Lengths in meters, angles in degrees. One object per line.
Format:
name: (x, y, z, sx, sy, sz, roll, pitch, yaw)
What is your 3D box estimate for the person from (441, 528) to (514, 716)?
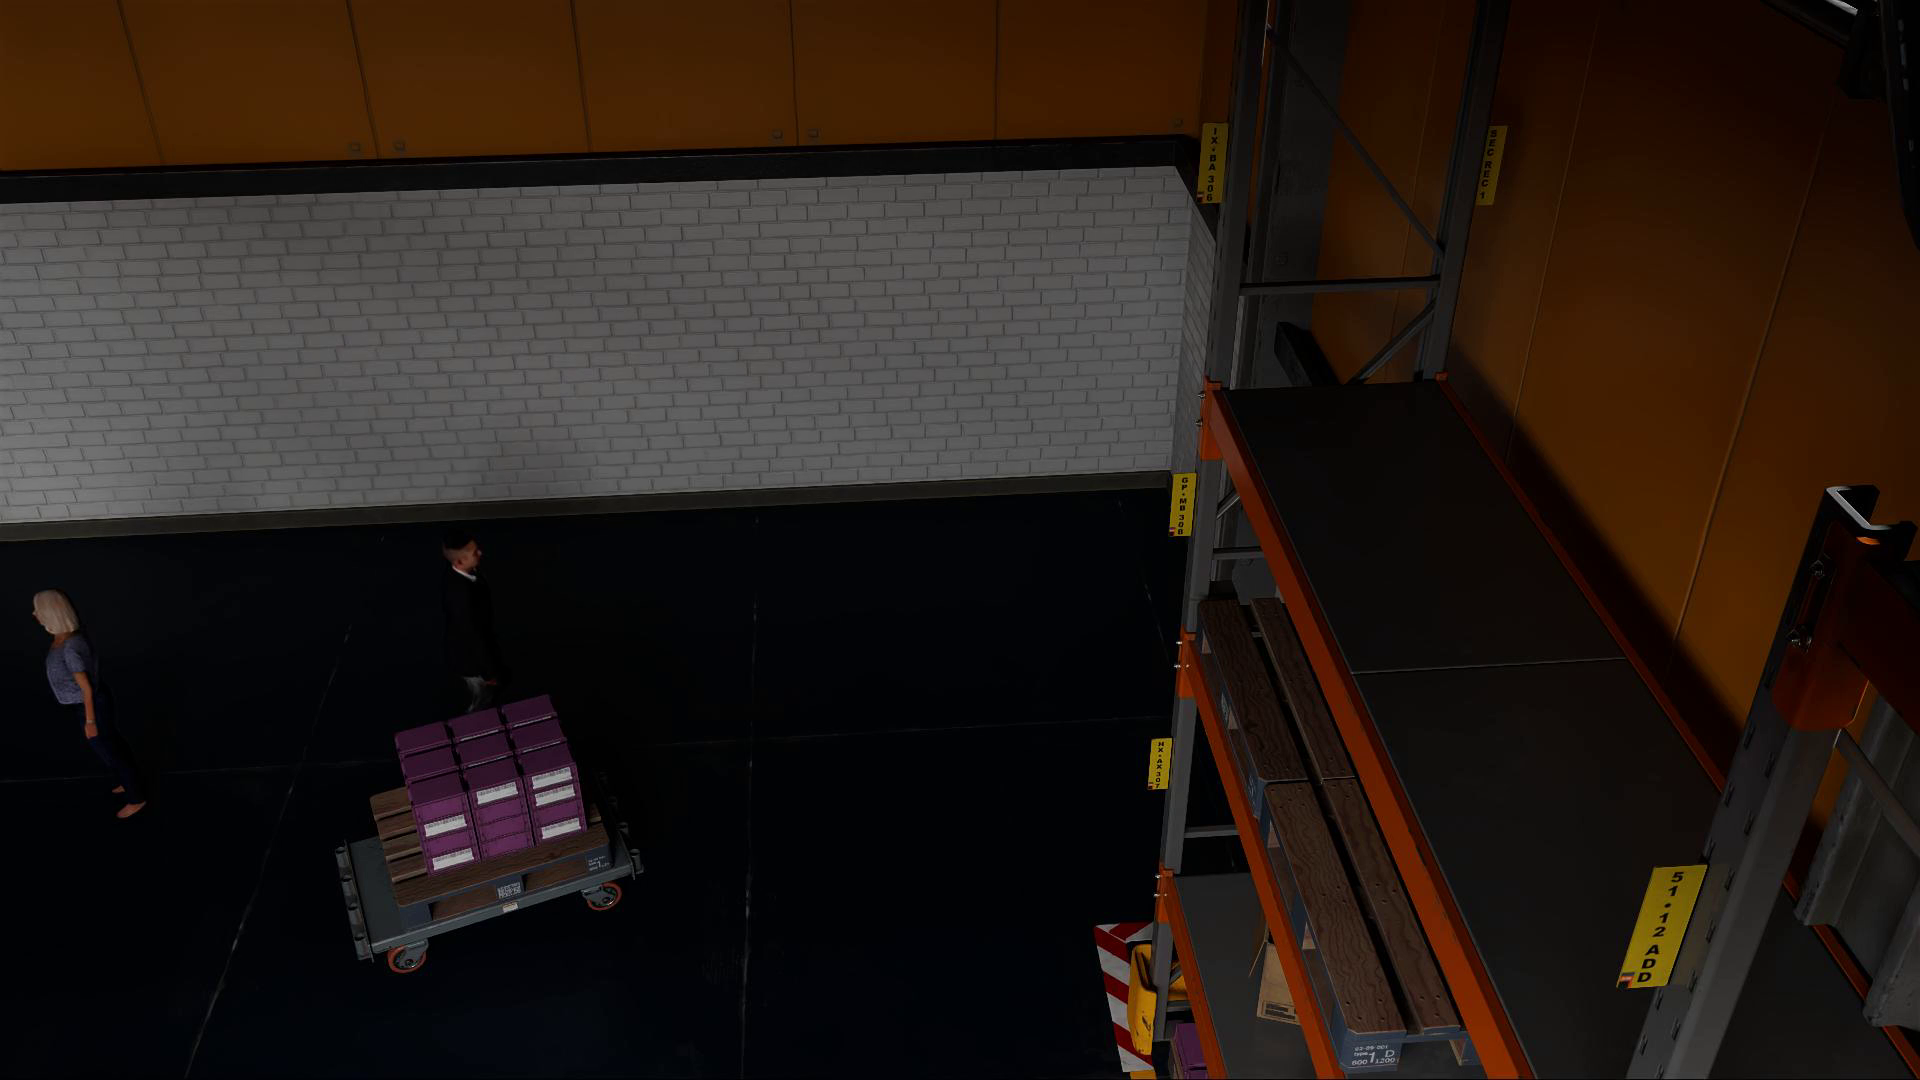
person: (-3.190, 0.701, 10.558, 0.839, 1.928, 0.688, -11, 35, -16)

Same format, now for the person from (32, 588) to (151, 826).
person: (-5.371, 1.008, 10.285, 0.717, 1.721, 0.574, -16, 37, -22)
